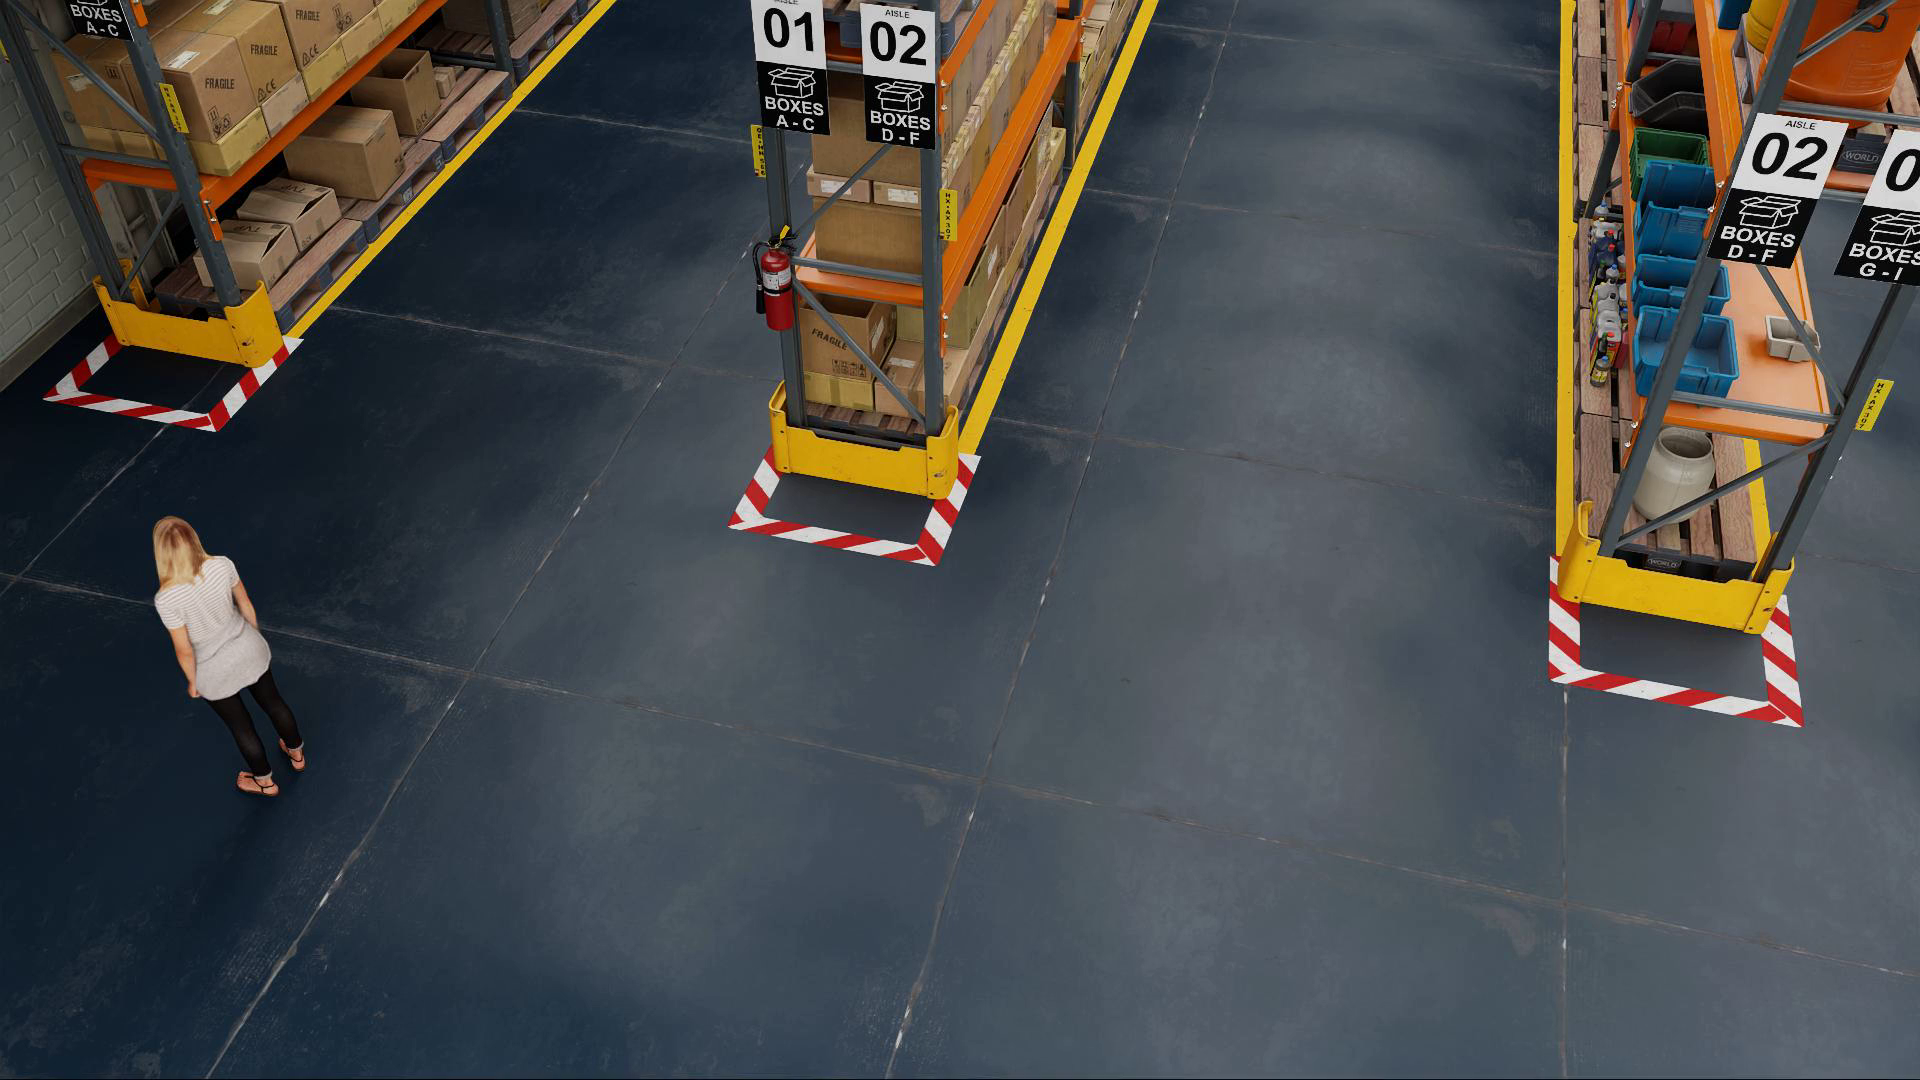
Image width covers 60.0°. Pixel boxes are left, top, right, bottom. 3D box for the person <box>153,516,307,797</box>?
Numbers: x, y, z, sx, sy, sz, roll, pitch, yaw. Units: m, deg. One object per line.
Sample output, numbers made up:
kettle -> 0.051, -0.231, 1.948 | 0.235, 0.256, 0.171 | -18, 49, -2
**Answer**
person -> -3.637, 0.591, 8.271 | 0.726, 1.827, 0.573 | 24, 48, 24
